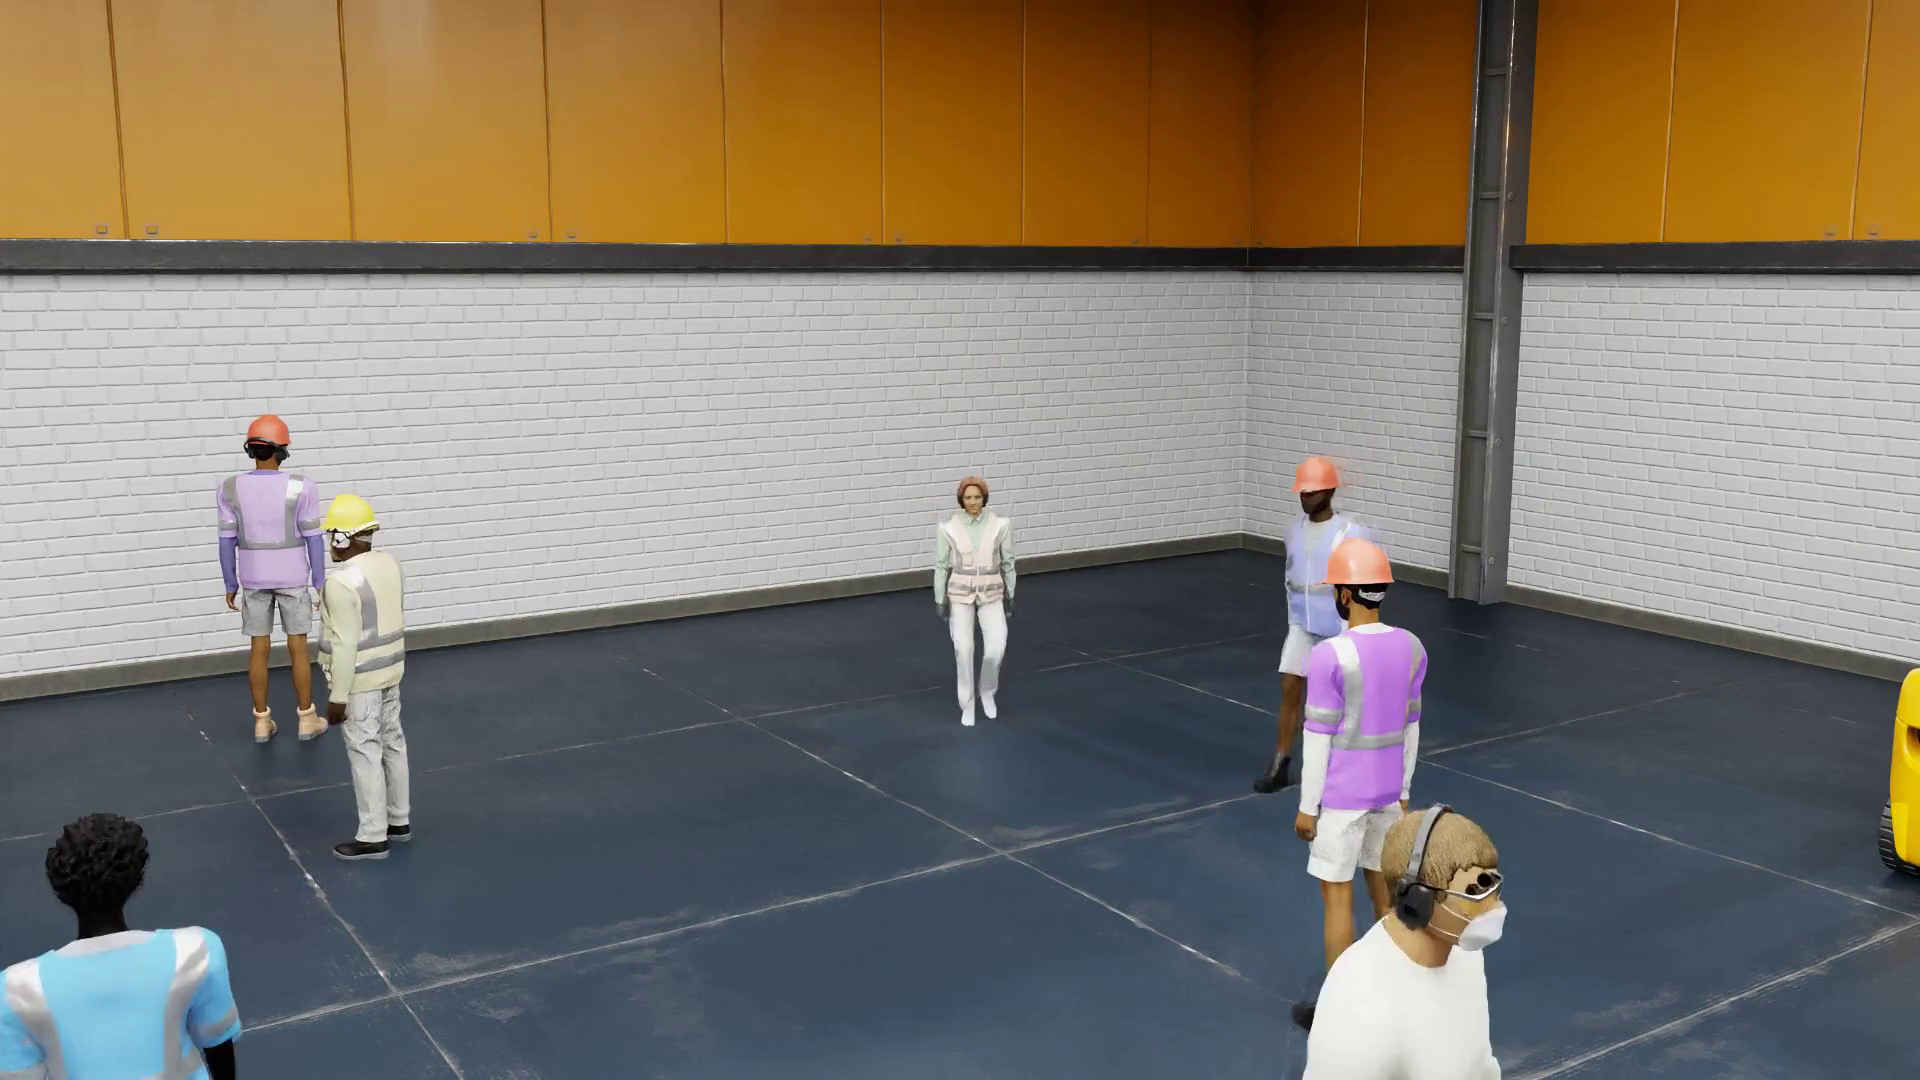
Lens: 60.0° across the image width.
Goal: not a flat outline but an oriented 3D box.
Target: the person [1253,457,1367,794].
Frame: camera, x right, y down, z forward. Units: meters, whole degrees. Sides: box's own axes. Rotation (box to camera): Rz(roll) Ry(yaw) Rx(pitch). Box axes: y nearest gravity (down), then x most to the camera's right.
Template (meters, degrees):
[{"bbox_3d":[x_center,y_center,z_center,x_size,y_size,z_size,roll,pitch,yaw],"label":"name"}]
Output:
[{"bbox_3d":[2.074,0.461,9.505,0.562,1.889,0.986,9,13,43],"label":"person"}]

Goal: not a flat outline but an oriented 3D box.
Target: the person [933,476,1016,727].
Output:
[{"bbox_3d":[0.097,0.395,10.668,0.542,1.624,0.378,-1,9,-4],"label":"person"}]

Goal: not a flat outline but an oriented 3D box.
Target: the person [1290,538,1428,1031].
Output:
[{"bbox_3d":[1.515,0.952,6.416,0.538,1.929,0.381,-6,11,-31],"label":"person"}]

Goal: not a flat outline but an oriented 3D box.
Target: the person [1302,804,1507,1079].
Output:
[{"bbox_3d":[1.001,1.465,3.429,1.001,1.885,0.658,6,11,32],"label":"person"}]

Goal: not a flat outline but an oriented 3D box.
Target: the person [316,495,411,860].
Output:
[{"bbox_3d":[-2.992,0.684,8.331,0.403,1.829,0.603,2,10,10],"label":"person"}]

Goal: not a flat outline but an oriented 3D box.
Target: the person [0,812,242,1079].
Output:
[{"bbox_3d":[-2.006,1.472,4.017,0.538,1.683,0.372,-5,10,-25],"label":"person"}]

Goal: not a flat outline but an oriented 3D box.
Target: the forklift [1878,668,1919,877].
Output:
[{"bbox_3d":[5.511,0.571,7.906,2.313,2.155,1.214,-6,11,-33],"label":"forklift"}]

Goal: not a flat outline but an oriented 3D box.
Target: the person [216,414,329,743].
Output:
[{"bbox_3d":[-4.259,0.239,10.357,0.616,2.041,0.383,-1,10,-8],"label":"person"}]
